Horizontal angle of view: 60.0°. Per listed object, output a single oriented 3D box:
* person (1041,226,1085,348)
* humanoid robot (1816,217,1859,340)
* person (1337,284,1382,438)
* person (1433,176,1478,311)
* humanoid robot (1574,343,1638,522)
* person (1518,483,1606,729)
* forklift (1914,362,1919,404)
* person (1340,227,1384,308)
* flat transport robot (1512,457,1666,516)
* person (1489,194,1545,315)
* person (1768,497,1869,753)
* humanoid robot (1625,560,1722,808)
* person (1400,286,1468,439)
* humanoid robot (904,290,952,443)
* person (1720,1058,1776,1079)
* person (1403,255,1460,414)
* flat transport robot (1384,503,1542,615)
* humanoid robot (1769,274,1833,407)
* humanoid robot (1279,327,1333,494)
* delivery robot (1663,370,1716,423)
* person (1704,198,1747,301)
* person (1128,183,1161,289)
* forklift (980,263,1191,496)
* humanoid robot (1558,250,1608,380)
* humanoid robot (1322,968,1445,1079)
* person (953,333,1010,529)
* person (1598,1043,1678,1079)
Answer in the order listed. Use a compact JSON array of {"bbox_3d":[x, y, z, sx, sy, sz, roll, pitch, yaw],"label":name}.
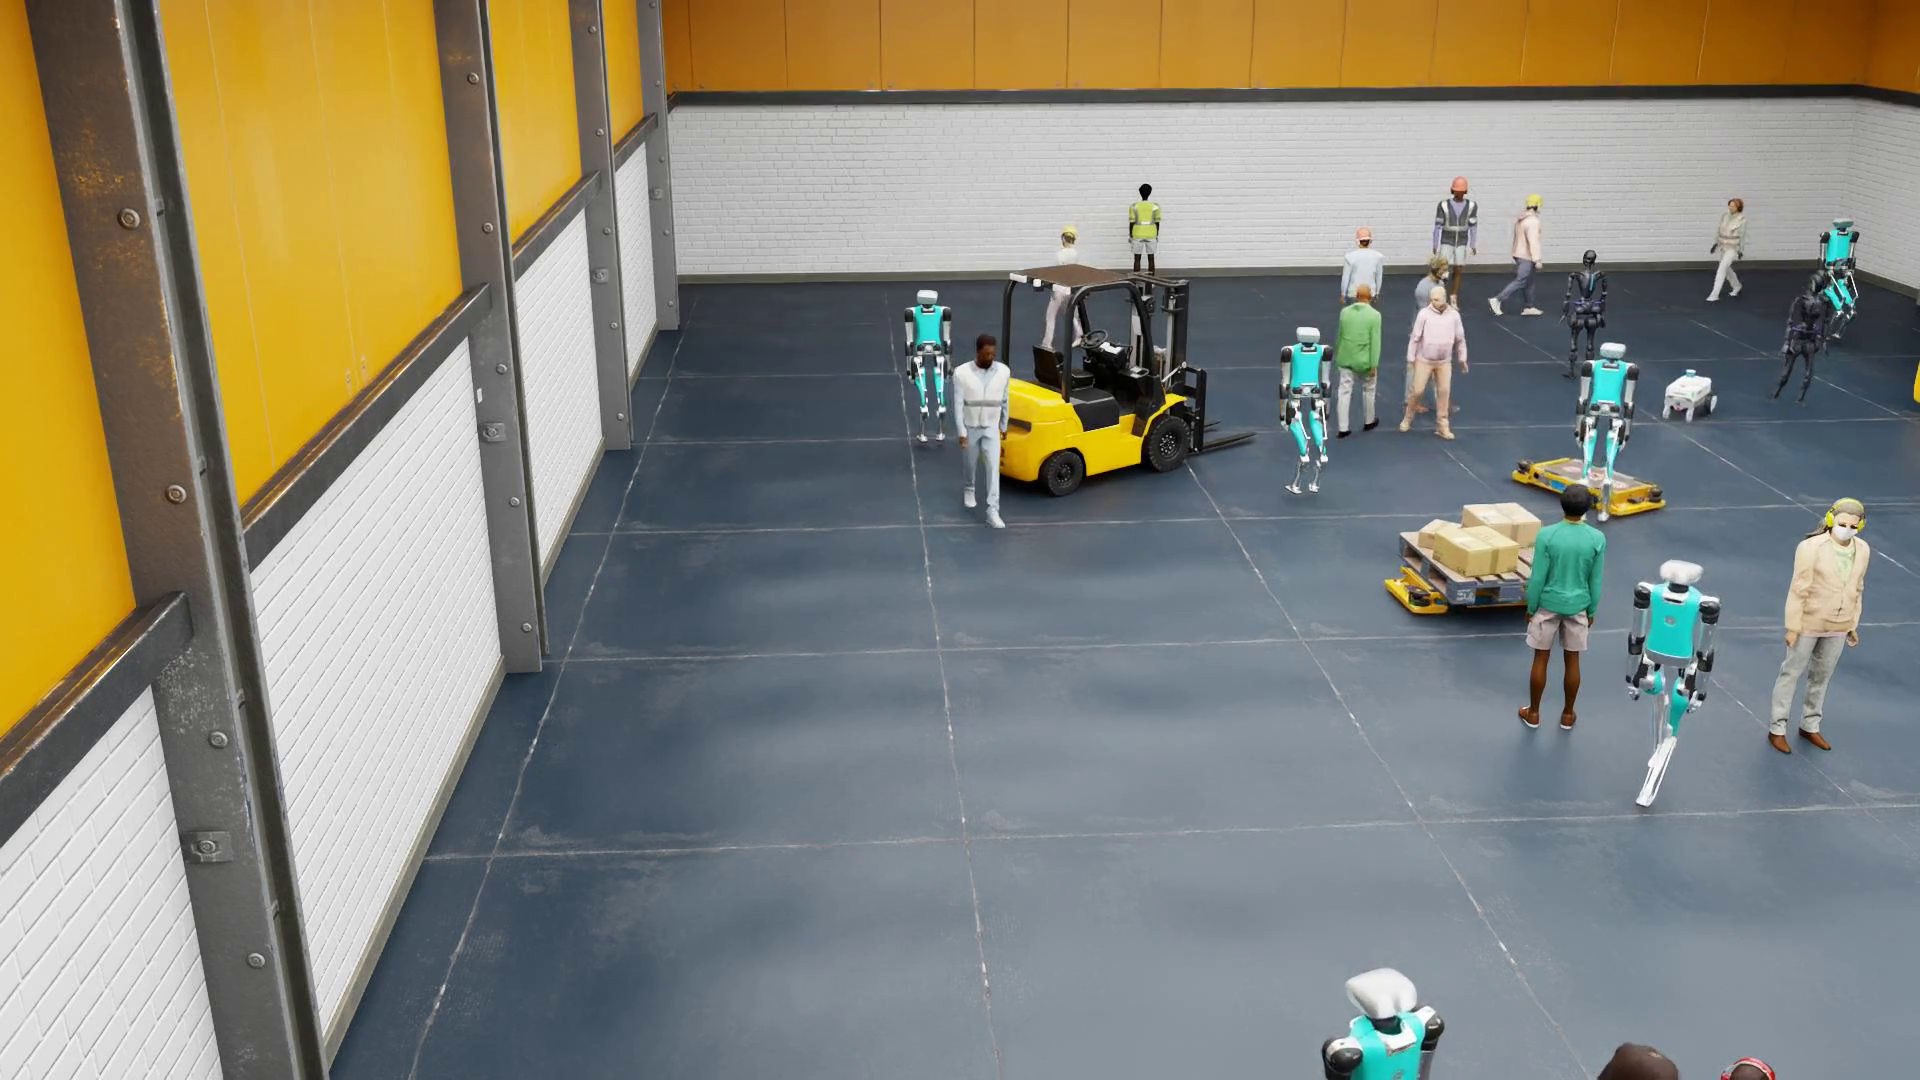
[{"bbox_3d":[1.422,-3.468,23.000,0.548,1.707,0.561,12,24,30],"label":"person"},{"bbox_3d":[12.250,-3.593,23.093,0.533,1.677,0.735,-1,20,-4],"label":"humanoid robot"},{"bbox_3d":[4.621,-2.083,19.133,0.556,1.755,0.793,13,24,32],"label":"person"},{"bbox_3d":[7.561,-4.526,25.399,0.629,2.035,0.450,1,20,4],"label":"person"},{"bbox_3d":[6.239,-0.993,16.157,0.534,1.745,0.778,6,21,17],"label":"humanoid robot"},{"bbox_3d":[4.342,0.492,11.994,0.509,1.848,0.382,3,20,9],"label":"person"},{"bbox_3d":[12.602,-2.435,19.475,2.313,2.155,1.214,-1,20,-4],"label":"forklift"},{"bbox_3d":[5.468,-3.396,22.720,0.562,1.753,0.324,-1,20,-3],"label":"person"},{"bbox_3d":[6.486,-0.570,17.182,0.659,0.231,1.431,-11,23,-27],"label":"flat transport robot"},{"bbox_3d":[8.444,-4.271,24.981,0.805,1.842,0.791,1,20,3],"label":"person"},{"bbox_3d":[6.049,0.585,11.707,0.553,1.876,0.402,-2,20,-6],"label":"person"},{"bbox_3d":[4.786,0.894,11.144,0.534,1.752,1.062,14,24,34],"label":"humanoid robot"},{"bbox_3d":[5.460,-2.053,19.061,0.669,1.768,0.492,-1,20,-2],"label":"person"},{"bbox_3d":[-0.335,-1.884,18.435,0.533,1.677,0.735,-1,20,-4],"label":"humanoid robot"},{"bbox_3d":[2.884,2.678,6.320,0.462,1.651,0.333,17,26,39],"label":"person"},{"bbox_3d":[5.697,-2.421,19.834,0.736,1.914,0.647,17,26,38],"label":"person"},{"bbox_3d":[4.510,0.413,14.503,1.431,0.231,0.659,-3,20,-8],"label":"flat transport robot"},{"bbox_3d":[10.285,-2.447,20.301,0.587,1.658,0.454,-3,20,-7],"label":"humanoid robot"},{"bbox_3d":[3.514,-1.256,16.725,0.533,1.677,0.735,-1,20,-4],"label":"humanoid robot"},{"bbox_3d":[8.749,-1.741,19.980,0.499,0.611,0.811,16,25,36],"label":"delivery robot"},{"bbox_3d":[12.129,-4.582,26.161,0.793,1.603,0.511,-6,21,-16],"label":"person"},{"bbox_3d":[2.984,-4.919,26.955,0.532,1.697,0.322,0,20,1],"label":"person"},{"bbox_3d":[1.315,-1.764,17.646,2.313,2.155,1.214,-14,24,-33],"label":"forklift"},{"bbox_3d":[8.079,-2.918,21.529,0.609,1.651,0.346,-2,20,-5],"label":"humanoid robot"},{"bbox_3d":[1.527,2.457,6.841,0.543,1.813,0.744,-10,22,-25],"label":"humanoid robot"},{"bbox_3d":[0.210,-1.125,16.379,0.580,1.863,0.970,-3,20,-9],"label":"person"},{"bbox_3d":[2.419,2.652,6.235,0.379,1.774,0.480,17,26,38],"label":"person"}]
